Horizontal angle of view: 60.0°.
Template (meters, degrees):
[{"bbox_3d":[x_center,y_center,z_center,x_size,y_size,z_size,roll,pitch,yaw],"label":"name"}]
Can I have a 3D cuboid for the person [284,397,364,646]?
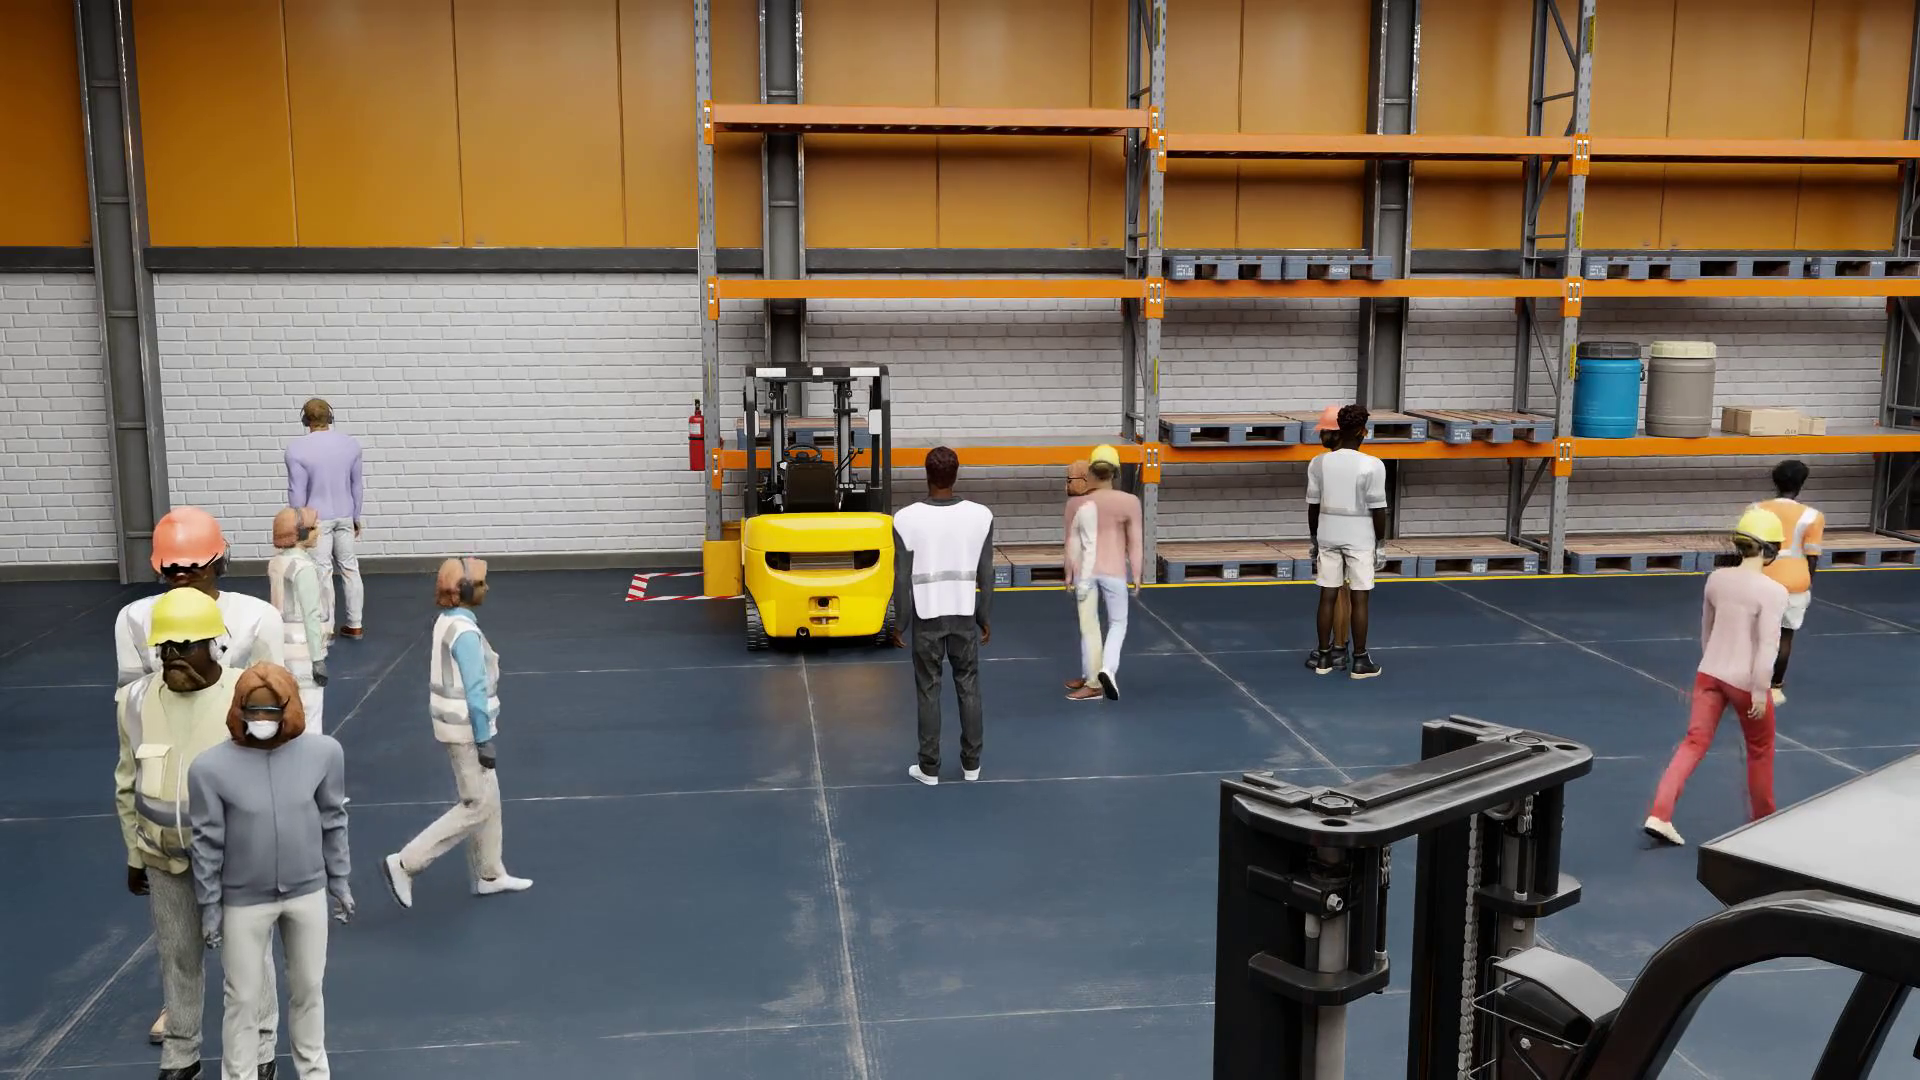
[{"bbox_3d":[-4.938,-0.145,12.958,0.378,1.937,0.628,7,12,39],"label":"person"}]

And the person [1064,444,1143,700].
[{"bbox_3d":[0.948,0.234,11.180,0.537,1.742,0.590,2,9,14],"label":"person"}]

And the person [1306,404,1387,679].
[{"bbox_3d":[2.774,0.007,11.905,0.603,1.966,0.367,7,11,37],"label":"person"}]

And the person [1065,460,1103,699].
[{"bbox_3d":[0.849,0.267,11.317,0.269,1.632,0.505,1,9,5],"label":"person"}]

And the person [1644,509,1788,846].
[{"bbox_3d":[3.855,0.699,8.364,0.905,1.719,0.532,-4,10,-22],"label":"person"}]

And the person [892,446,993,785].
[{"bbox_3d":[-0.095,0.434,9.402,0.590,1.917,0.394,-2,9,-15],"label":"person"}]

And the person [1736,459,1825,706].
[{"bbox_3d":[5.365,0.305,10.989,0.537,1.672,0.579,8,12,42],"label":"person"}]

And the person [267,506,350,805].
[{"bbox_3d":[-3.581,0.638,9.039,0.317,1.627,0.544,-8,12,-41],"label":"person"}]

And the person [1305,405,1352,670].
[{"bbox_3d":[2.732,-0.018,12.142,0.349,1.942,0.545,3,10,21],"label":"person"}]

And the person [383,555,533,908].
[{"bbox_3d":[-2.284,0.877,7.521,0.613,1.618,0.525,-4,10,-23],"label":"person"}]

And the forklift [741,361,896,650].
[{"bbox_3d":[-1.154,-0.340,13.365,1.214,2.155,2.313,-1,9,-7],"label":"forklift"}]

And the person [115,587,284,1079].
[{"bbox_3d":[-2.603,1.061,5.747,0.591,1.833,0.404,0,9,-2],"label":"person"}]

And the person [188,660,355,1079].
[{"bbox_3d":[-2.268,1.195,5.525,0.501,1.633,0.289,-7,11,-36],"label":"person"}]

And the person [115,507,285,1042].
[{"bbox_3d":[-2.844,0.878,6.268,0.605,2.034,0.387,-2,9,-11],"label":"person"}]

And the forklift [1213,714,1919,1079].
[{"bbox_3d":[1.441,1.425,2.350,1.214,2.155,2.313,-7,12,-39],"label":"forklift"}]
